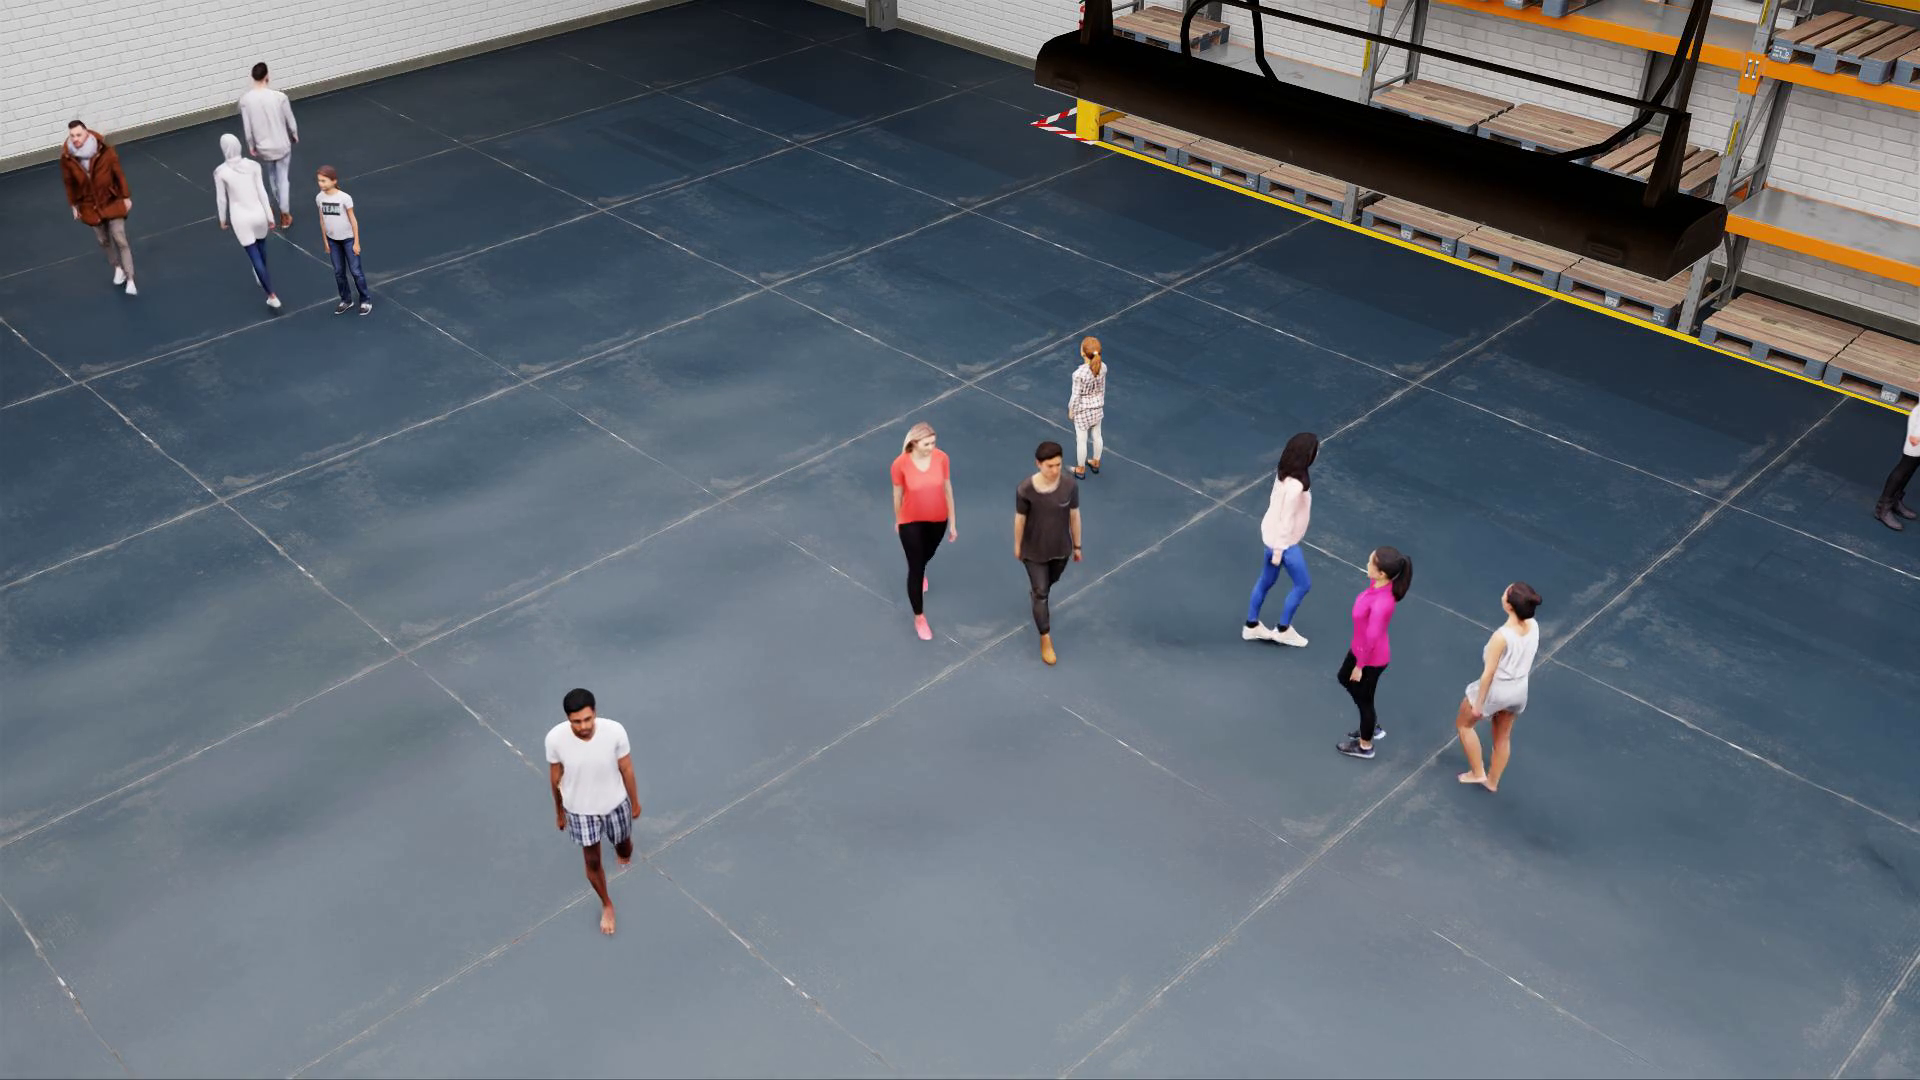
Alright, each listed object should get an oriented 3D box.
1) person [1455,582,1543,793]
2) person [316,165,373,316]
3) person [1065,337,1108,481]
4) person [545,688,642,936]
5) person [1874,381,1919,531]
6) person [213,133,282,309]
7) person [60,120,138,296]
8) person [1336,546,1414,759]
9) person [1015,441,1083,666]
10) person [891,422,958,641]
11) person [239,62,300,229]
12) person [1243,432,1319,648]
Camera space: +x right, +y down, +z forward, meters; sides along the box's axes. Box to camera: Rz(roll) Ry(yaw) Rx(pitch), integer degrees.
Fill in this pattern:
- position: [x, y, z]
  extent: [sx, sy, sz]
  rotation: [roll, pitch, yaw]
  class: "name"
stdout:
- position: [3.504, 1.000, 10.603]
  extent: [0.654, 1.605, 0.642]
  rotation: [-18, 38, -25]
  class: "person"
- position: [-6.211, -3.028, 16.710]
  extent: [0.616, 1.553, 0.693]
  rotation: [5, 34, 7]
  class: "person"
- position: [1.091, -1.128, 14.069]
  extent: [0.566, 1.313, 0.572]
  rotation: [-21, 39, -28]
  class: "person"
- position: [-2.134, 1.492, 9.769]
  extent: [0.908, 1.709, 1.013]
  rotation: [-6, 34, -9]
  class: "person"
- position: [7.765, -0.943, 13.347]
  extent: [0.649, 1.803, 0.604]
  rotation: [-25, 41, -32]
  class: "person"
- position: [-7.141, -3.168, 16.770]
  extent: [0.804, 1.721, 1.243]
  rotation: [-22, 39, -29]
  class: "person"
- position: [-8.830, -3.460, 17.136]
  extent: [1.004, 1.802, 1.143]
  rotation: [-9, 35, -13]
  class: "person"
- position: [2.774, 0.760, 10.887]
  extent: [0.752, 1.692, 0.723]
  rotation: [9, 35, 13]
  class: "person"
- position: [0.607, -0.018, 12.067]
  extent: [0.982, 1.681, 1.185]
  rotation: [-9, 35, -13]
  class: "person"
- position: [-0.297, -0.173, 12.321]
  extent: [0.884, 1.657, 1.172]
  rotation: [-13, 36, -18]
  class: "person"
- position: [-7.630, -4.352, 18.473]
  extent: [0.964, 1.806, 1.058]
  rotation: [-6, 34, -9]
  class: "person"
- position: [2.230, 0.018, 11.953]
  extent: [0.894, 1.748, 0.838]
  rotation: [4, 34, 6]
  class: "person"
